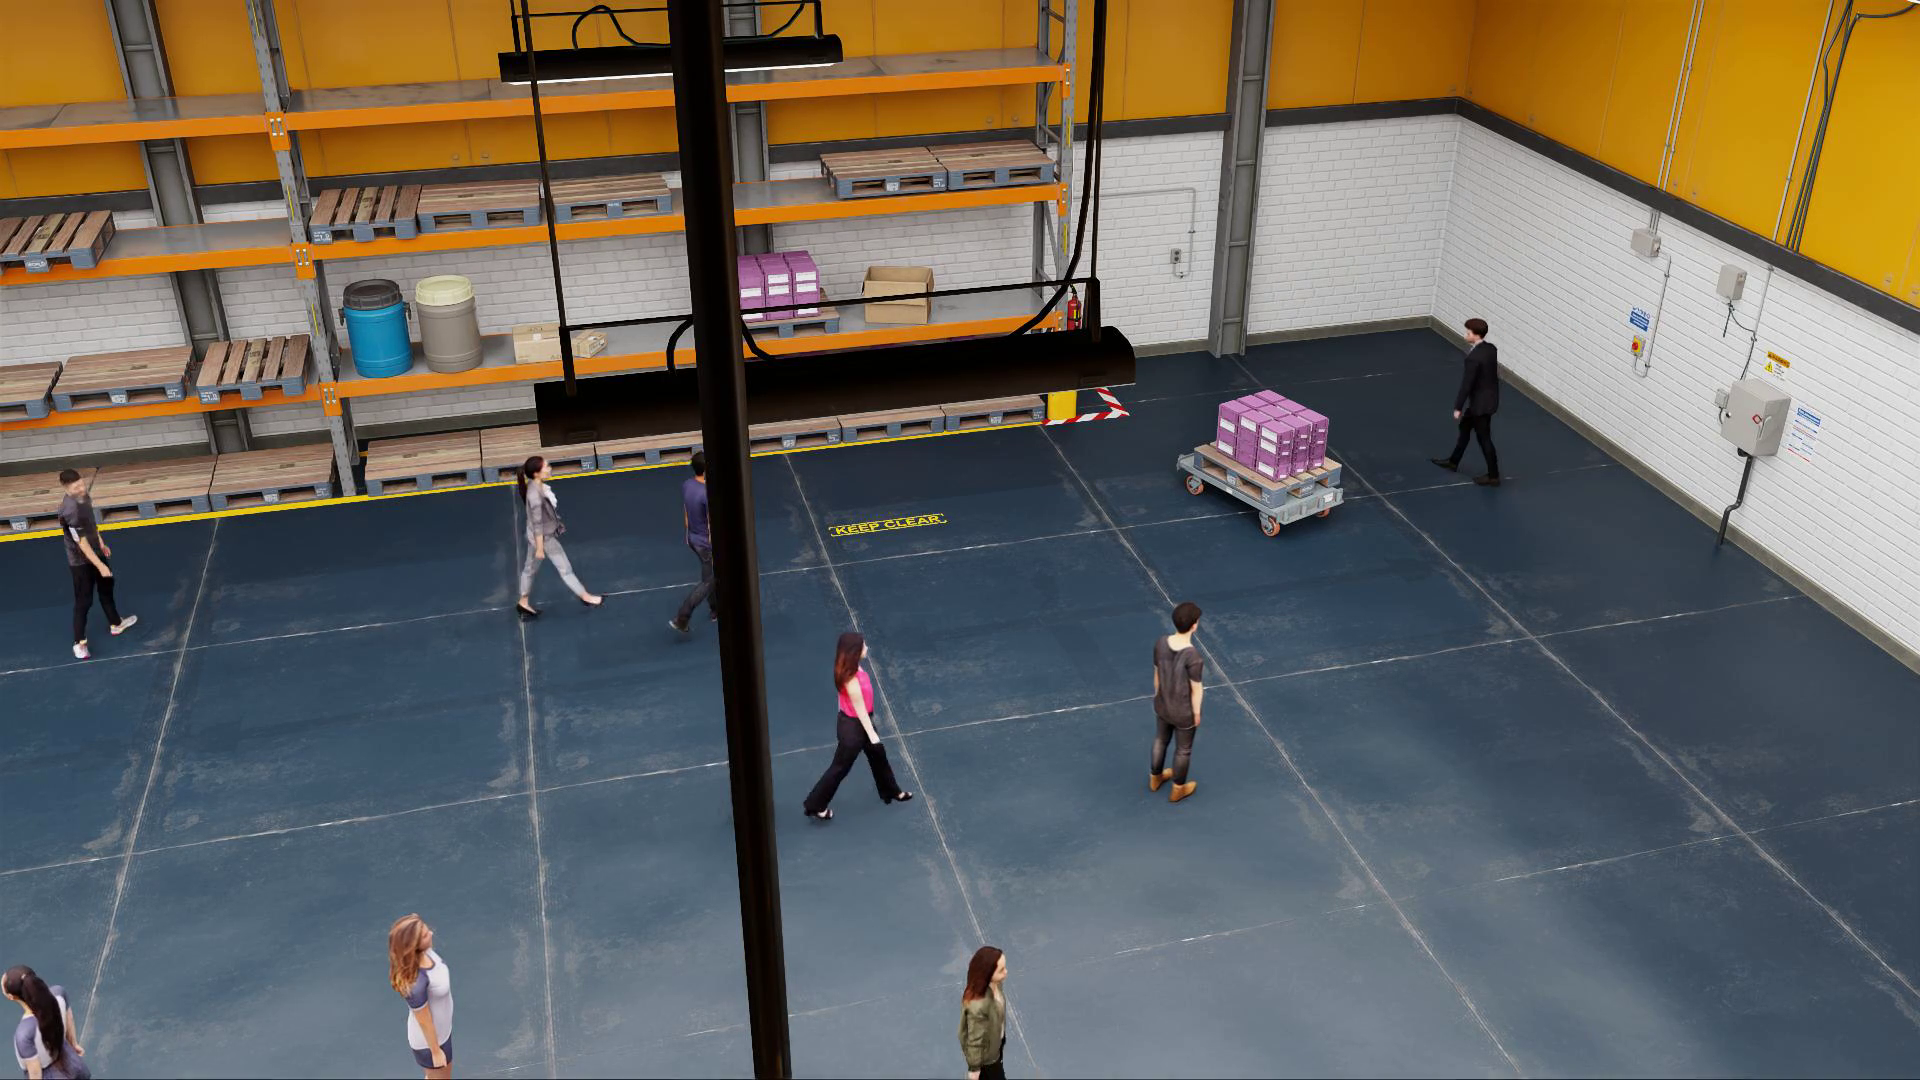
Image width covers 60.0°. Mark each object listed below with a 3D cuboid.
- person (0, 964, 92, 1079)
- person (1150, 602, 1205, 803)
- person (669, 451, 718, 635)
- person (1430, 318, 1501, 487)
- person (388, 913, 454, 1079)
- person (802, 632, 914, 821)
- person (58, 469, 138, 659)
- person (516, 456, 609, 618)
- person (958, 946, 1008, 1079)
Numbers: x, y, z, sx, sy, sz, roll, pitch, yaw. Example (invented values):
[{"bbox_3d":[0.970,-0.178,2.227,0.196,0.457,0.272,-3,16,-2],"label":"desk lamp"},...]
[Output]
[{"bbox_3d":[-5.191,3.093,9.597,0.621,1.650,0.656,2,29,4],"label":"person"},{"bbox_3d":[1.683,1.256,12.900,0.689,1.711,0.687,-23,36,-36],"label":"person"},{"bbox_3d":[-2.381,0.053,15.049,1.107,1.766,0.918,-24,37,-37],"label":"person"},{"bbox_3d":[5.630,-1.437,17.705,1.154,1.838,1.116,22,35,34],"label":"person"},{"bbox_3d":[-3.143,2.908,9.847,0.528,1.735,0.582,-8,30,-14],"label":"person"},{"bbox_3d":[-0.875,1.461,12.623,1.124,1.617,0.686,-4,29,-7],"label":"person"},{"bbox_3d":[-7.808,0.128,14.930,0.774,1.748,0.939,-11,31,-20],"label":"person"},{"bbox_3d":[-3.918,0.014,15.264,1.077,1.629,0.664,-10,30,-17],"label":"person"},{"bbox_3d":[0.086,3.014,9.931,0.740,1.469,0.707,9,30,15],"label":"person"}]
